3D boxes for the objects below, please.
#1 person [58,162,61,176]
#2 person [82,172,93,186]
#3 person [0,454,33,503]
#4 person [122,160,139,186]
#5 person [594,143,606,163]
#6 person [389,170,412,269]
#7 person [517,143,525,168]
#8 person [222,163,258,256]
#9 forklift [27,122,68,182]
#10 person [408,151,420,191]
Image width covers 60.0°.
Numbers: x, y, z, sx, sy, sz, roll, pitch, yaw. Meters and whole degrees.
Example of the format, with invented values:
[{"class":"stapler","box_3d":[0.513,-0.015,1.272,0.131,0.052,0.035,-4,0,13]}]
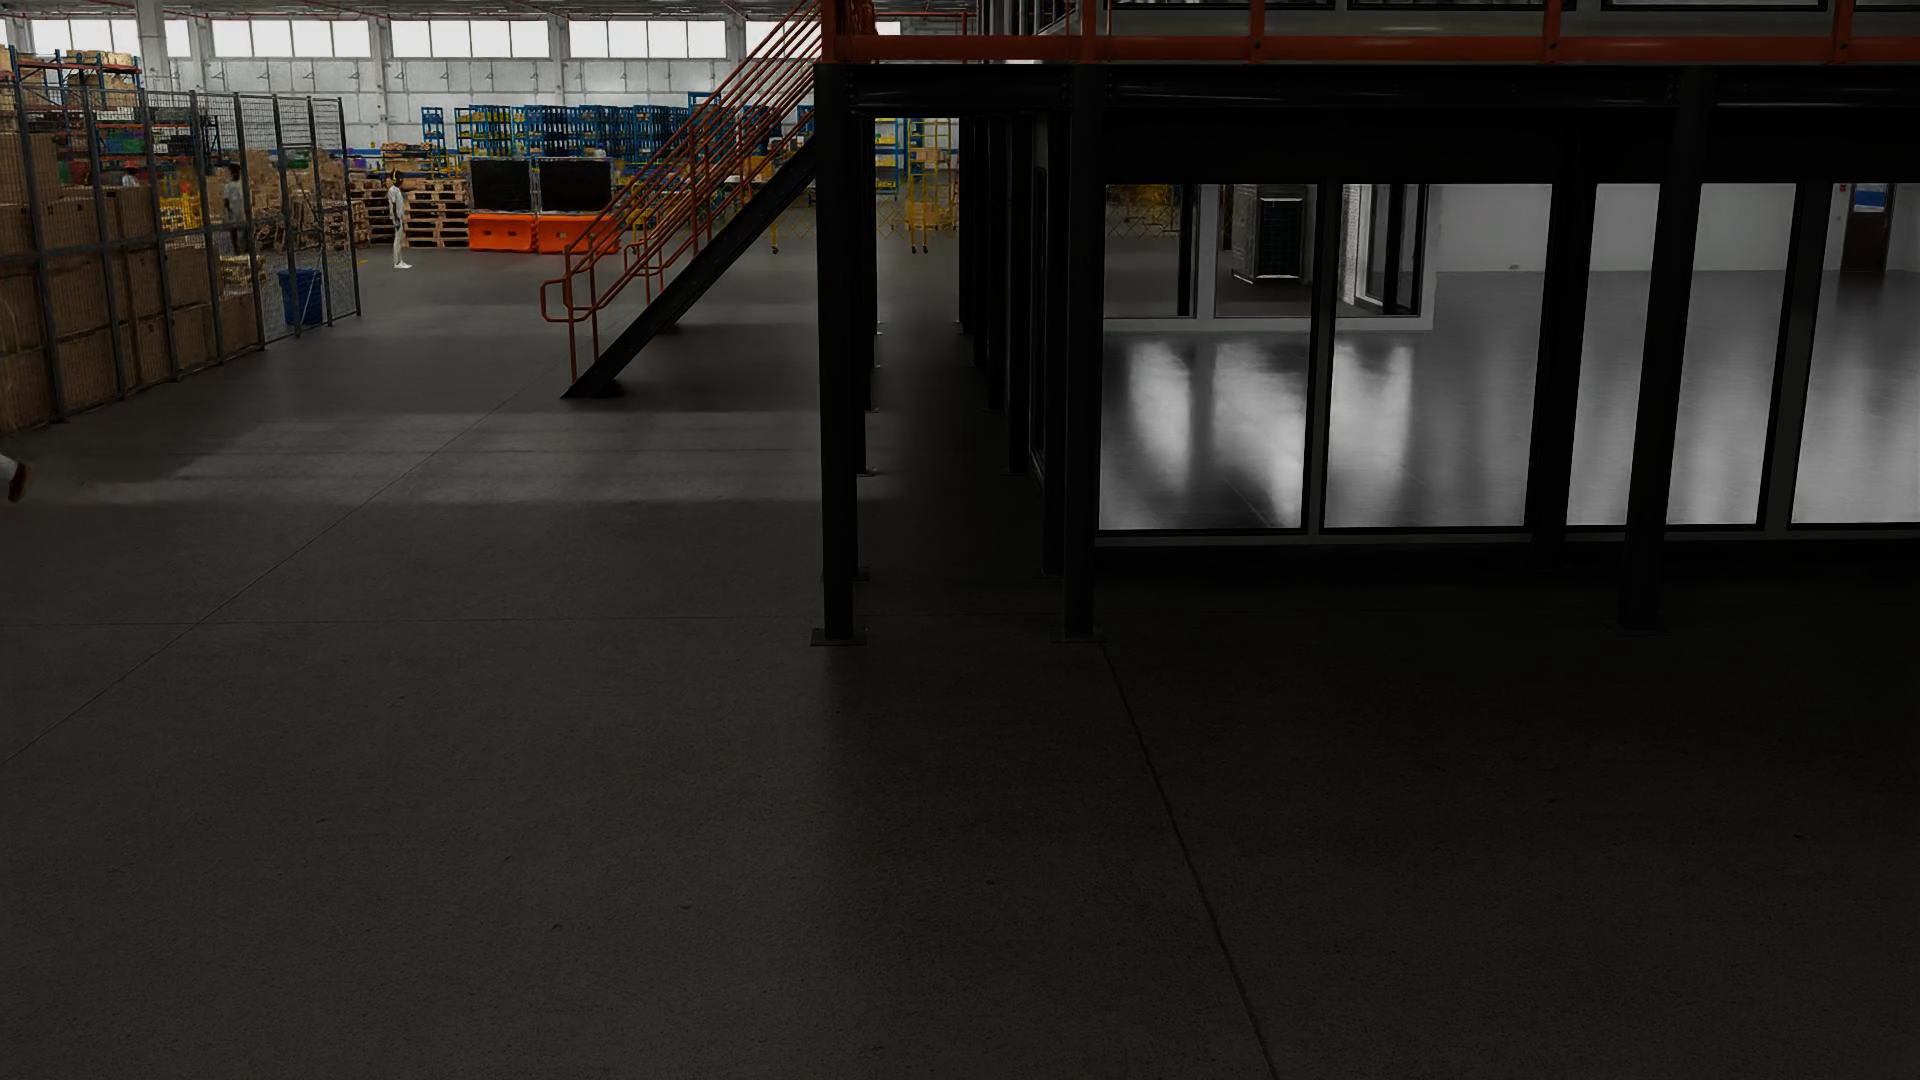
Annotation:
[{"class":"person","box_3d":[-33.731,-13.524,61.808,0.565,1.673,0.575,-1,14,-4]},{"class":"person","box_3d":[-16.082,-5.872,30.868,0.328,1.865,0.508,-1,14,-6]},{"class":"person","box_3d":[-7.047,-1.075,11.689,0.682,1.869,0.589,-8,16,-30]},{"class":"person","box_3d":[-18.948,-7.735,38.161,0.379,1.938,0.547,-1,14,-4]},{"class":"person","box_3d":[-16.018,-16.719,74.094,0.622,1.934,0.437,6,15,21]},{"class":"person","box_3d":[-10.814,-6.174,32.061,0.310,1.869,0.531,-2,14,-10]},{"class":"person","box_3d":[-22.028,-19.101,83.889,0.903,1.788,0.595,-3,14,-13]},{"class":"person","box_3d":[-15.010,-6.860,34.671,0.783,1.932,0.615,13,19,42]},{"class":"forklift","box_3d":[-35.376,-14.773,64.377,1.129,2.768,1.873,-1,14,-2]},{"class":"person","box_3d":[-22.192,-15.088,68.005,0.962,1.714,0.527,-3,14,-12]}]
